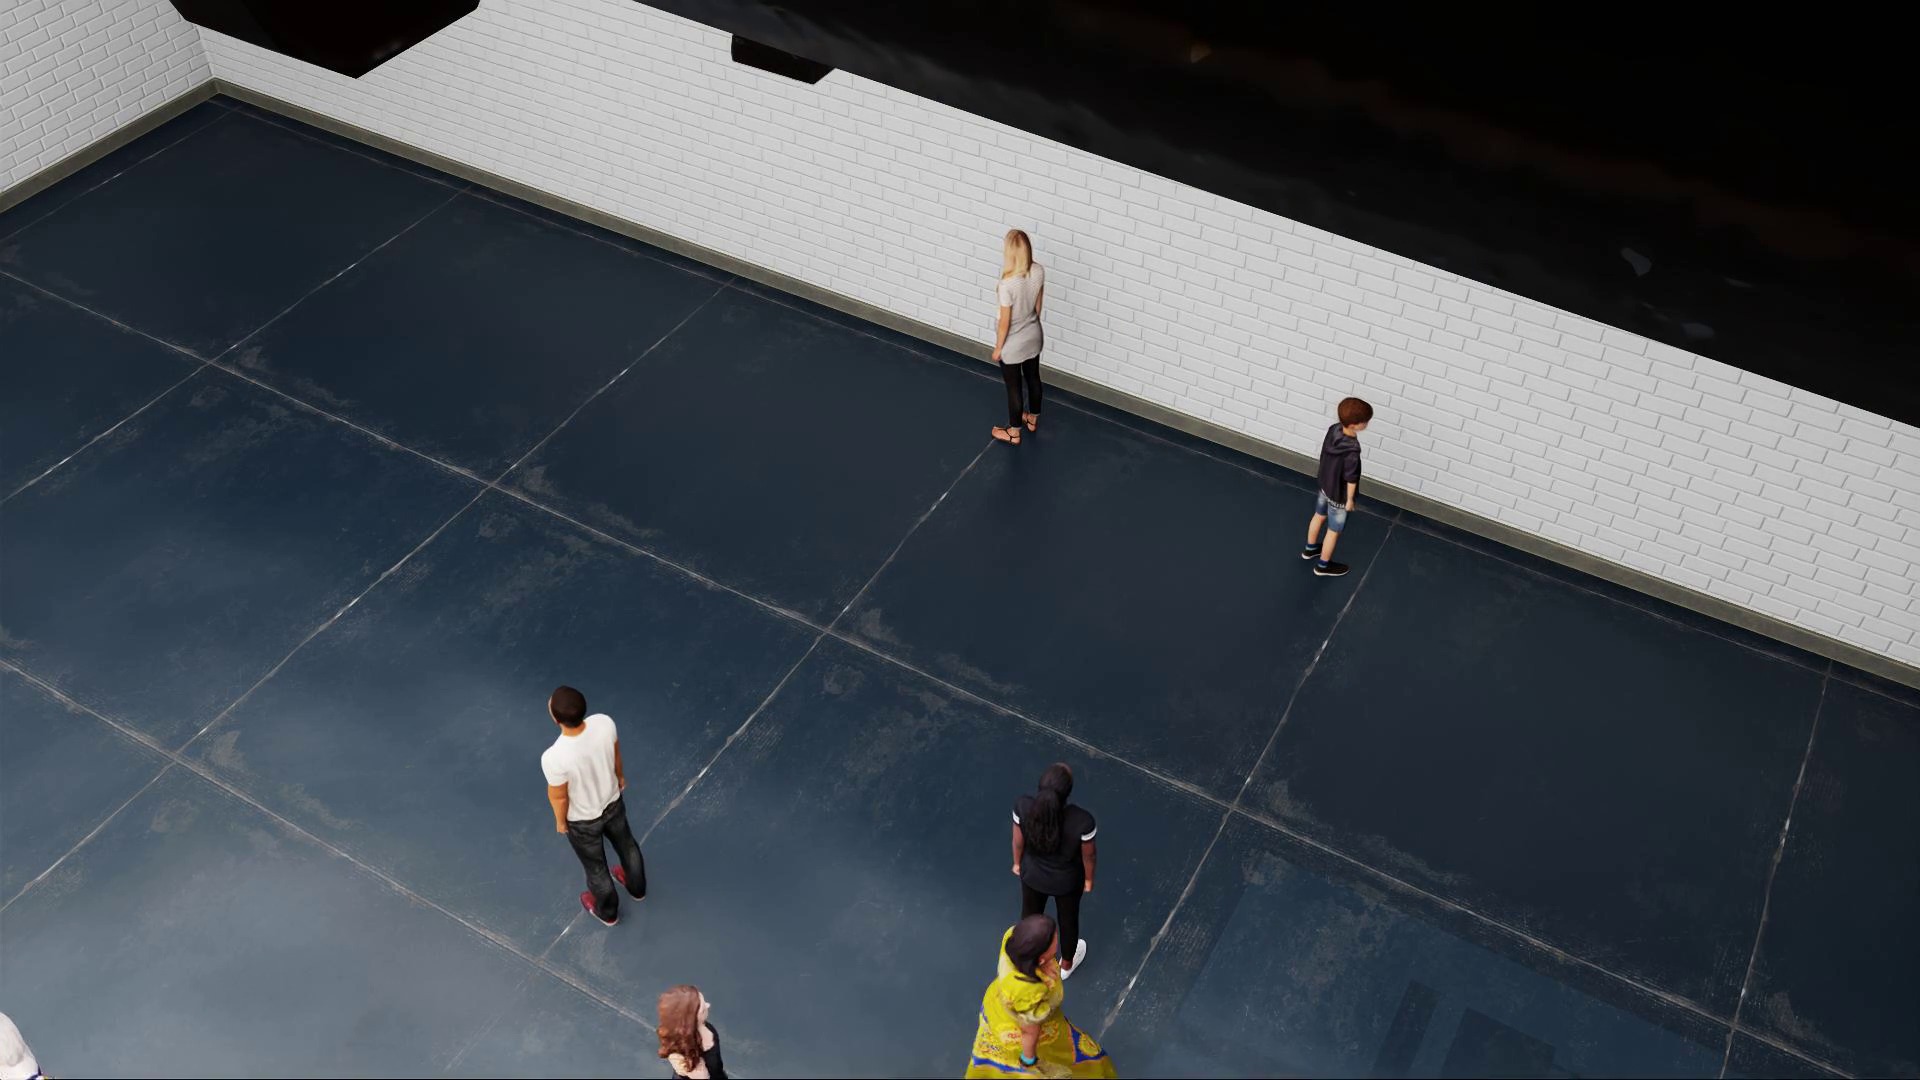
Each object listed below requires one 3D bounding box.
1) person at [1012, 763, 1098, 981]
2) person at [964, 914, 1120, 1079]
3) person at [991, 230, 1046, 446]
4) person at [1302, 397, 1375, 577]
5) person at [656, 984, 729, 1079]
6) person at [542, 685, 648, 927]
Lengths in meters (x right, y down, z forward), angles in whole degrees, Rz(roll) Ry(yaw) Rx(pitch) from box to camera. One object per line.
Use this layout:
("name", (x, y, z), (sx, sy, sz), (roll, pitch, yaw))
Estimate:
("person", (0.497, 1.774, 8.907), (0.663, 1.728, 0.649), (12, 45, 12))
("person", (0.234, 2.419, 8.305), (1.181, 1.635, 1.129), (-9, 44, -9))
("person", (0.452, -1.483, 12.258), (0.570, 1.821, 0.727), (-32, 52, -29))
("person", (2.581, -0.374, 11.365), (0.675, 1.448, 0.619), (-12, 45, -12))
("person", (-1.338, 2.682, 7.953), (1.094, 1.728, 1.020), (-12, 45, -12))
("person", (-2.020, 1.468, 9.183), (0.705, 1.801, 0.507), (27, 50, 25))
